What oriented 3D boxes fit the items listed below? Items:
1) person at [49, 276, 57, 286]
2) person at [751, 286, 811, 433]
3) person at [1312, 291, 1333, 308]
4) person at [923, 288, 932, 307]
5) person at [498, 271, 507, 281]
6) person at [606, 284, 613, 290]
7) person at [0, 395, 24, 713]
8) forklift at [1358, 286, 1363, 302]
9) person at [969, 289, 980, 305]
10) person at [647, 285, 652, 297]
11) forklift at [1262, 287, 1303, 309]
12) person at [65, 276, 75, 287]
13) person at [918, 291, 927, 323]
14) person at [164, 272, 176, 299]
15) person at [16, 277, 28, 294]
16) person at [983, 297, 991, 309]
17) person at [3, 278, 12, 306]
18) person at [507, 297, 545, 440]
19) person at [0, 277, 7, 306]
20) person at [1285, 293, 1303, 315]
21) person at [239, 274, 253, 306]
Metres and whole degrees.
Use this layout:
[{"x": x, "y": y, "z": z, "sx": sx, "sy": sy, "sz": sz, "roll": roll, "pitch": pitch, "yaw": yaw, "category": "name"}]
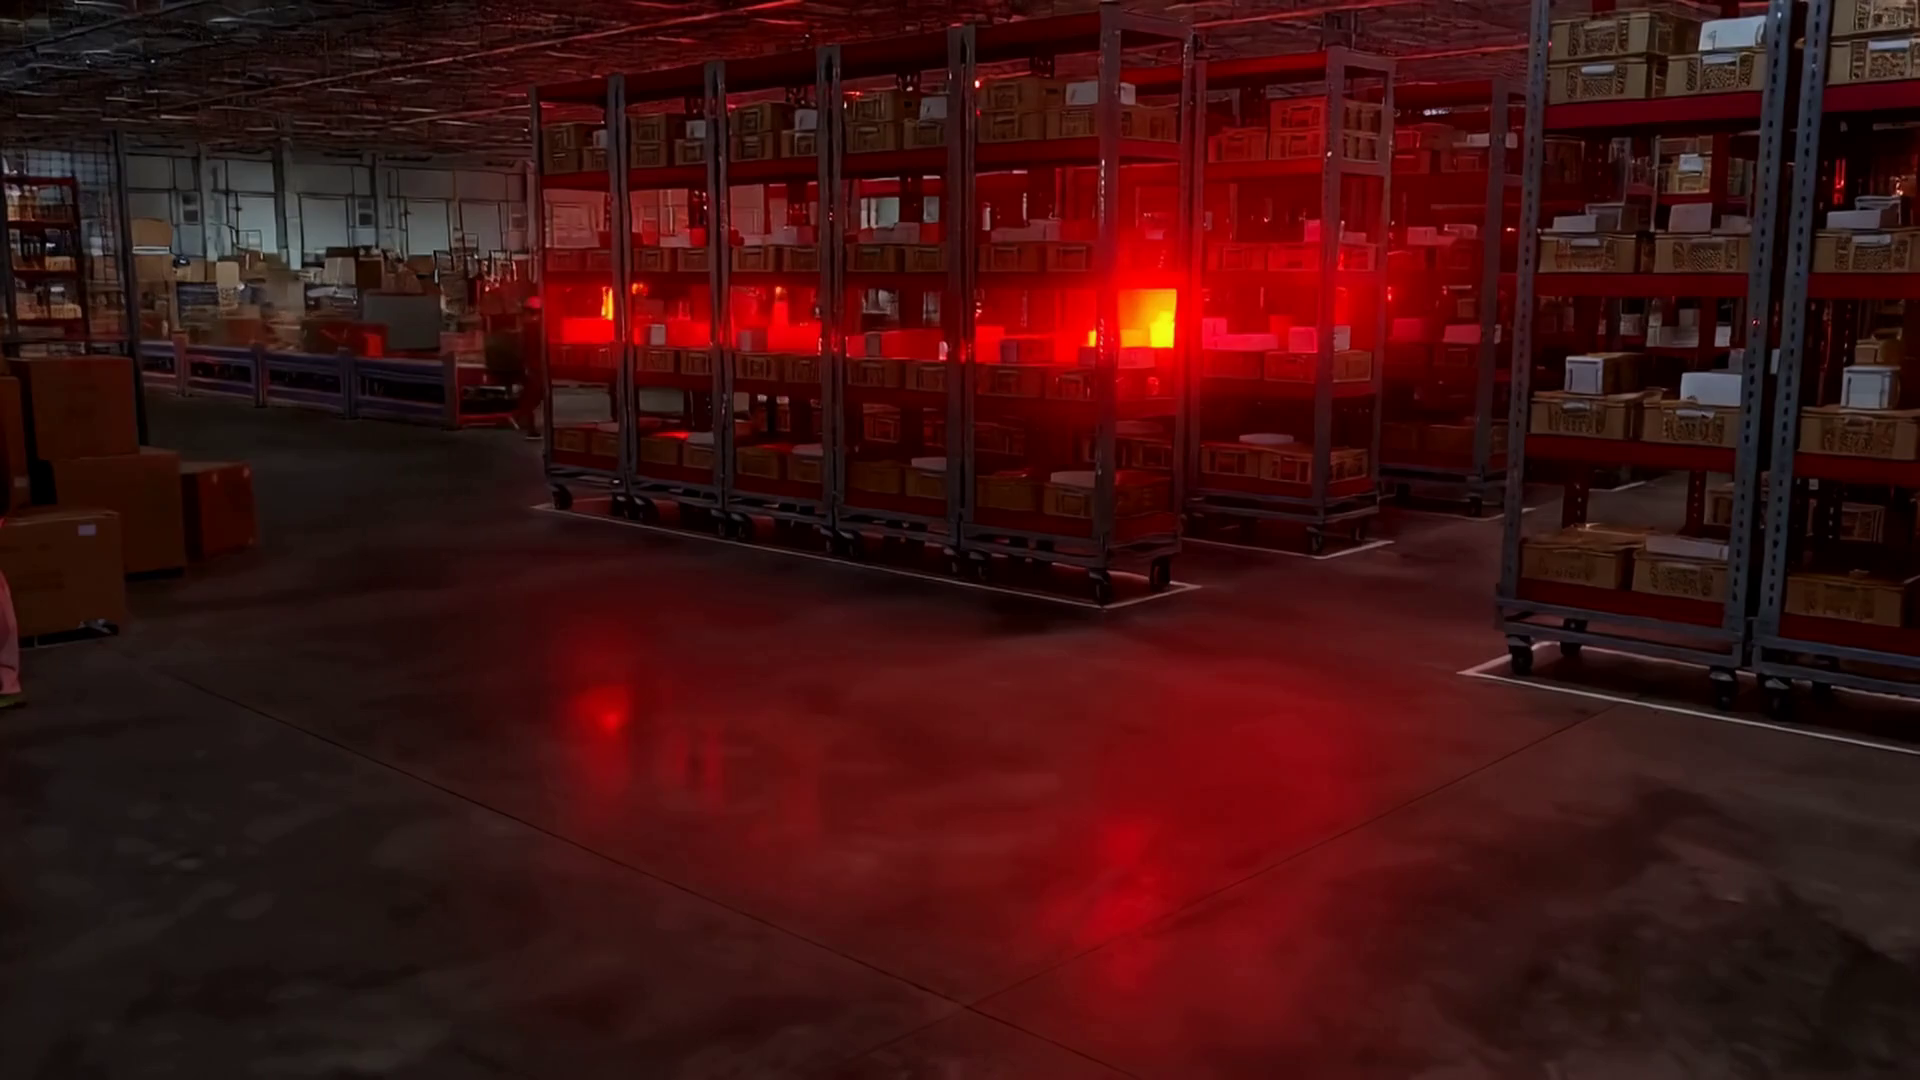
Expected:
[{"x": -30.495, "y": -8.038, "z": 56.209, "sx": 0.947, "sy": 1.897, "sz": 0.575, "roll": -4, "pitch": 10, "yaw": -26, "category": "person"}, {"x": -2.233, "y": -2.314, "z": 20.831, "sx": 0.755, "sy": 2.011, "sz": 0.638, "roll": -6, "pitch": 11, "yaw": -32, "category": "person"}, {"x": 5.423, "y": -2.926, "z": 25.047, "sx": 0.392, "sy": 1.846, "sz": 0.564, "roll": -1, "pitch": 9, "yaw": -8, "category": "person"}, {"x": -1.188, "y": -8.029, "z": 57.028, "sx": 0.519, "sy": 1.617, "sz": 0.346, "roll": -8, "pitch": 12, "yaw": -41, "category": "person"}, {"x": -25.628, "y": -14.042, "z": 92.961, "sx": 0.593, "sy": 1.922, "sz": 0.384, "roll": -3, "pitch": 10, "yaw": -20, "category": "person"}, {"x": -16.062, "y": -11.302, "z": 76.353, "sx": 0.481, "sy": 1.858, "sz": 0.581, "roll": 6, "pitch": 11, "yaw": 33, "category": "person"}, {"x": -4.612, "y": -0.175, "z": 7.722, "sx": 0.375, "sy": 1.996, "sz": 0.608, "roll": -7, "pitch": 11, "yaw": -36, "category": "person"}, {"x": 11.100, "y": -7.017, "z": 46.970, "sx": 1.873, "sy": 2.768, "sz": 1.129, "roll": 9, "pitch": 13, "yaw": 43, "category": "forklift"}, {"x": 0.430, "y": -7.867, "z": 54.793, "sx": 0.614, "sy": 2.023, "sz": 0.501, "roll": -6, "pitch": 11, "yaw": -34, "category": "person"}, {"x": -11.974, "y": -9.528, "z": 65.446, "sx": 0.603, "sy": 1.883, "sz": 0.947, "roll": 2, "pitch": 9, "yaw": 11, "category": "person"}, {"x": 10.769, "y": -8.203, "z": 54.240, "sx": 1.129, "sy": 2.768, "sz": 1.873, "roll": 8, "pitch": 12, "yaw": 42, "category": "forklift"}, {"x": -35.270, "y": -9.590, "z": 65.955, "sx": 0.601, "sy": 1.830, "sz": 0.976, "roll": 1, "pitch": 9, "yaw": 6, "category": "person"}, {"x": -1.032, "y": -5.629, "z": 41.711, "sx": 0.403, "sy": 1.820, "sz": 0.603, "roll": -4, "pitch": 10, "yaw": -25, "category": "person"}, {"x": -32.658, "y": -10.132, "z": 68.912, "sx": 0.604, "sy": 1.949, "sz": 0.389, "roll": -4, "pitch": 10, "yaw": -23, "category": "person"}, {"x": -25.348, "y": -6.271, "z": 45.164, "sx": 0.529, "sy": 1.976, "sz": 0.622, "roll": -5, "pitch": 10, "yaw": -27, "category": "person"}, {"x": 0.915, "y": -8.566, "z": 60.150, "sx": 0.701, "sy": 1.667, "sz": 0.546, "roll": 2, "pitch": 9, "yaw": 12, "category": "person"}, {"x": -45.819, "y": -11.871, "z": 80.016, "sx": 0.632, "sy": 1.815, "sz": 0.806, "roll": -1, "pitch": 9, "yaw": -7, "category": "person"}, {"x": -5.215, "y": -2.074, "z": 20.154, "sx": 0.512, "sy": 1.734, "sz": 0.600, "roll": 0, "pitch": 9, "yaw": -2, "category": "person"}, {"x": -45.375, "y": -11.720, "z": 78.921, "sx": 0.493, "sy": 1.857, "sz": 0.552, "roll": -3, "pitch": 10, "yaw": -20, "category": "person"}, {"x": 4.286, "y": -2.133, "z": 20.399, "sx": 0.792, "sy": 1.777, "sz": 0.642, "roll": 8, "pitch": 12, "yaw": 41, "category": "person"}, {"x": -19.051, "y": -6.112, "z": 44.336, "sx": 0.375, "sy": 1.927, "sz": 0.543, "roll": -8, "pitch": 12, "yaw": -41, "category": "person"}]
